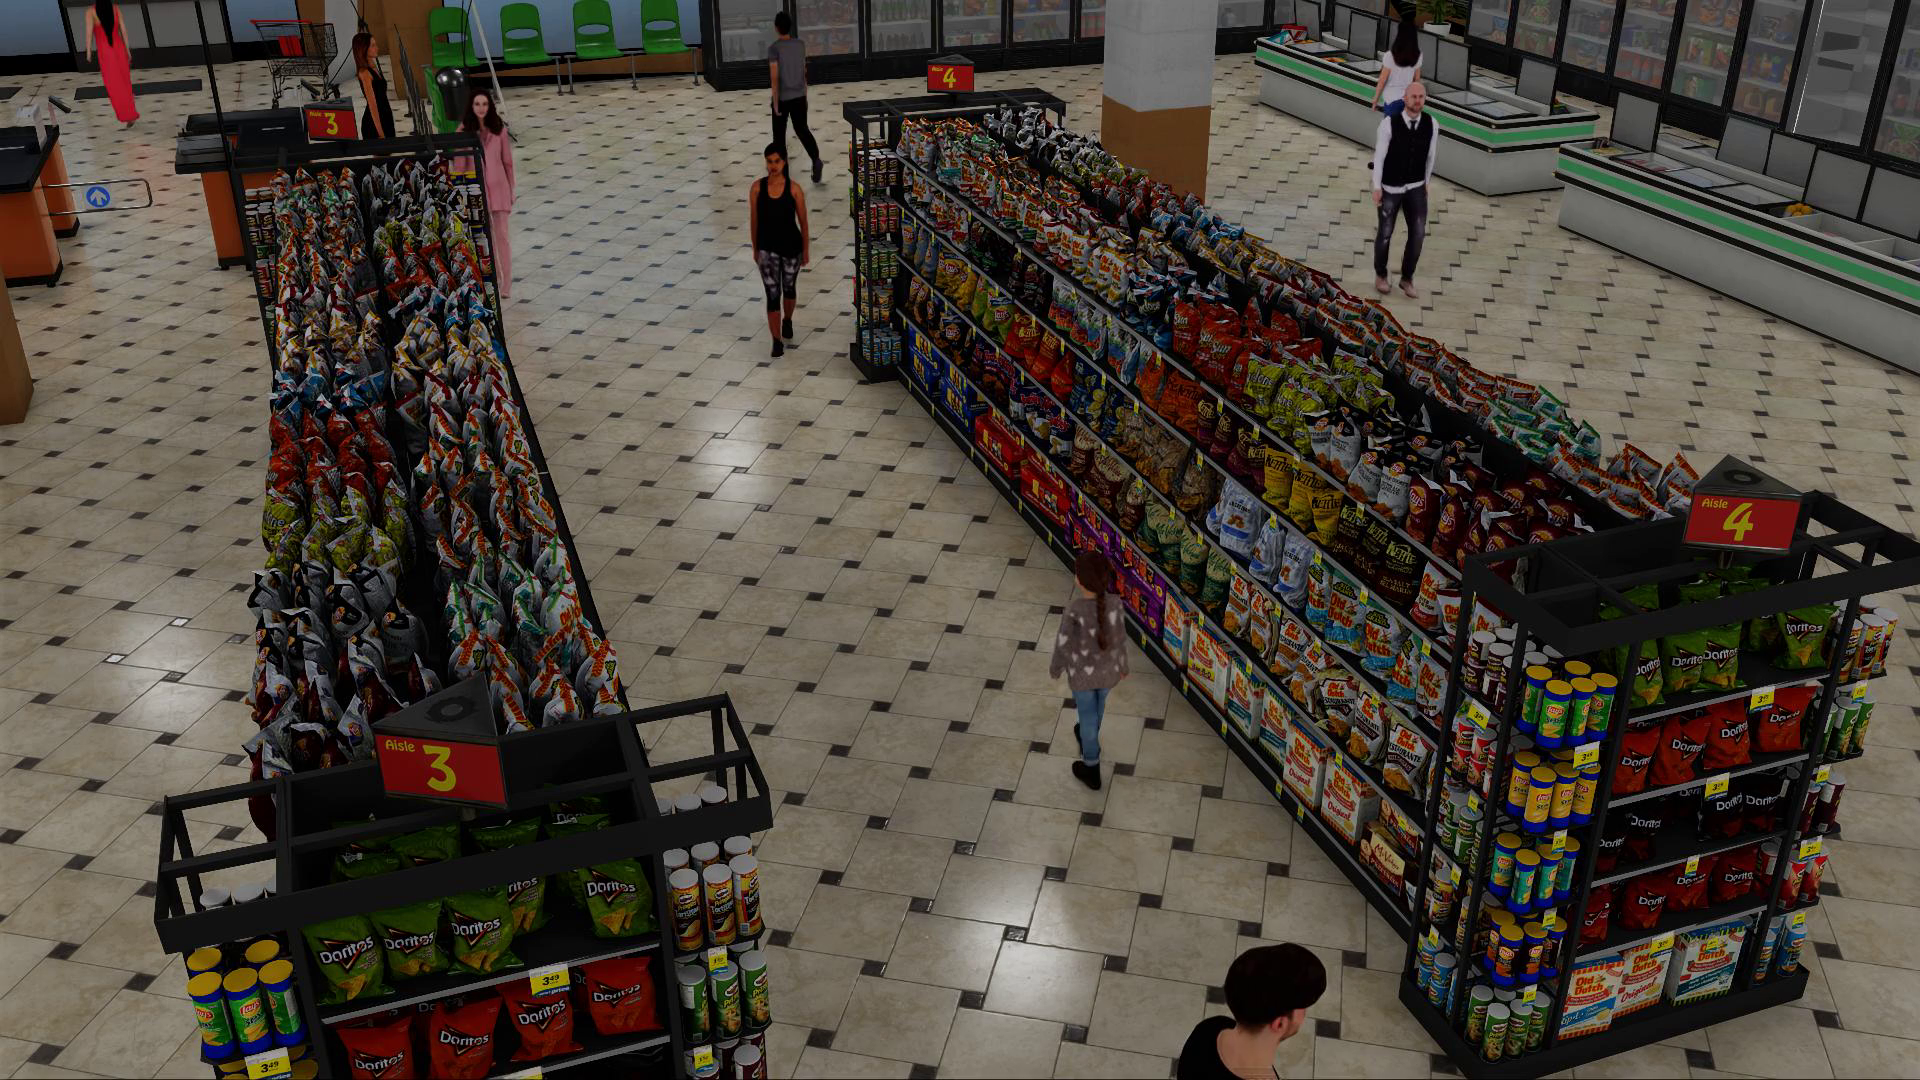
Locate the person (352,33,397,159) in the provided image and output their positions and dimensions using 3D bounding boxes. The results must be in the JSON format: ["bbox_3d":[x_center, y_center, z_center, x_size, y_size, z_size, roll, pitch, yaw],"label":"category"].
[{"bbox_3d":[-5.580,-3.923,15.960,0.667,1.835,0.507,-5,27,-10],"label":"person"}]

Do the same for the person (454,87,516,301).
[{"bbox_3d":[-4.019,-2.952,14.139,0.728,1.751,1.136,-5,27,-10],"label":"person"}]

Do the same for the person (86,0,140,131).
[{"bbox_3d":[-9.941,-5.686,19.571,0.925,1.713,0.837,18,32,32],"label":"person"}]

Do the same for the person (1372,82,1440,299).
[{"bbox_3d":[3.737,-2.994,14.164,0.826,1.802,0.885,0,27,-1],"label":"person"}]

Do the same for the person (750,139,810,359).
[{"bbox_3d":[-1.389,-2.282,12.964,0.820,1.619,1.130,-1,27,-2],"label":"person"}]

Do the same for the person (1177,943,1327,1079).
[{"bbox_3d":[0.722,1.877,4.458,0.763,1.894,0.589,-5,27,-9],"label":"person"}]

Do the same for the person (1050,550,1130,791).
[{"bbox_3d":[0.640,0.627,7.713,0.490,1.178,0.667,-10,29,-19],"label":"person"}]

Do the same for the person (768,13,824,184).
[{"bbox_3d":[-1.735,-4.604,17.419,0.770,1.730,1.096,-17,31,-30],"label":"person"}]

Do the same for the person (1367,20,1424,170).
[{"bbox_3d":[4.576,-4.473,17.261,0.617,1.639,1.094,-8,28,-16],"label":"person"}]
